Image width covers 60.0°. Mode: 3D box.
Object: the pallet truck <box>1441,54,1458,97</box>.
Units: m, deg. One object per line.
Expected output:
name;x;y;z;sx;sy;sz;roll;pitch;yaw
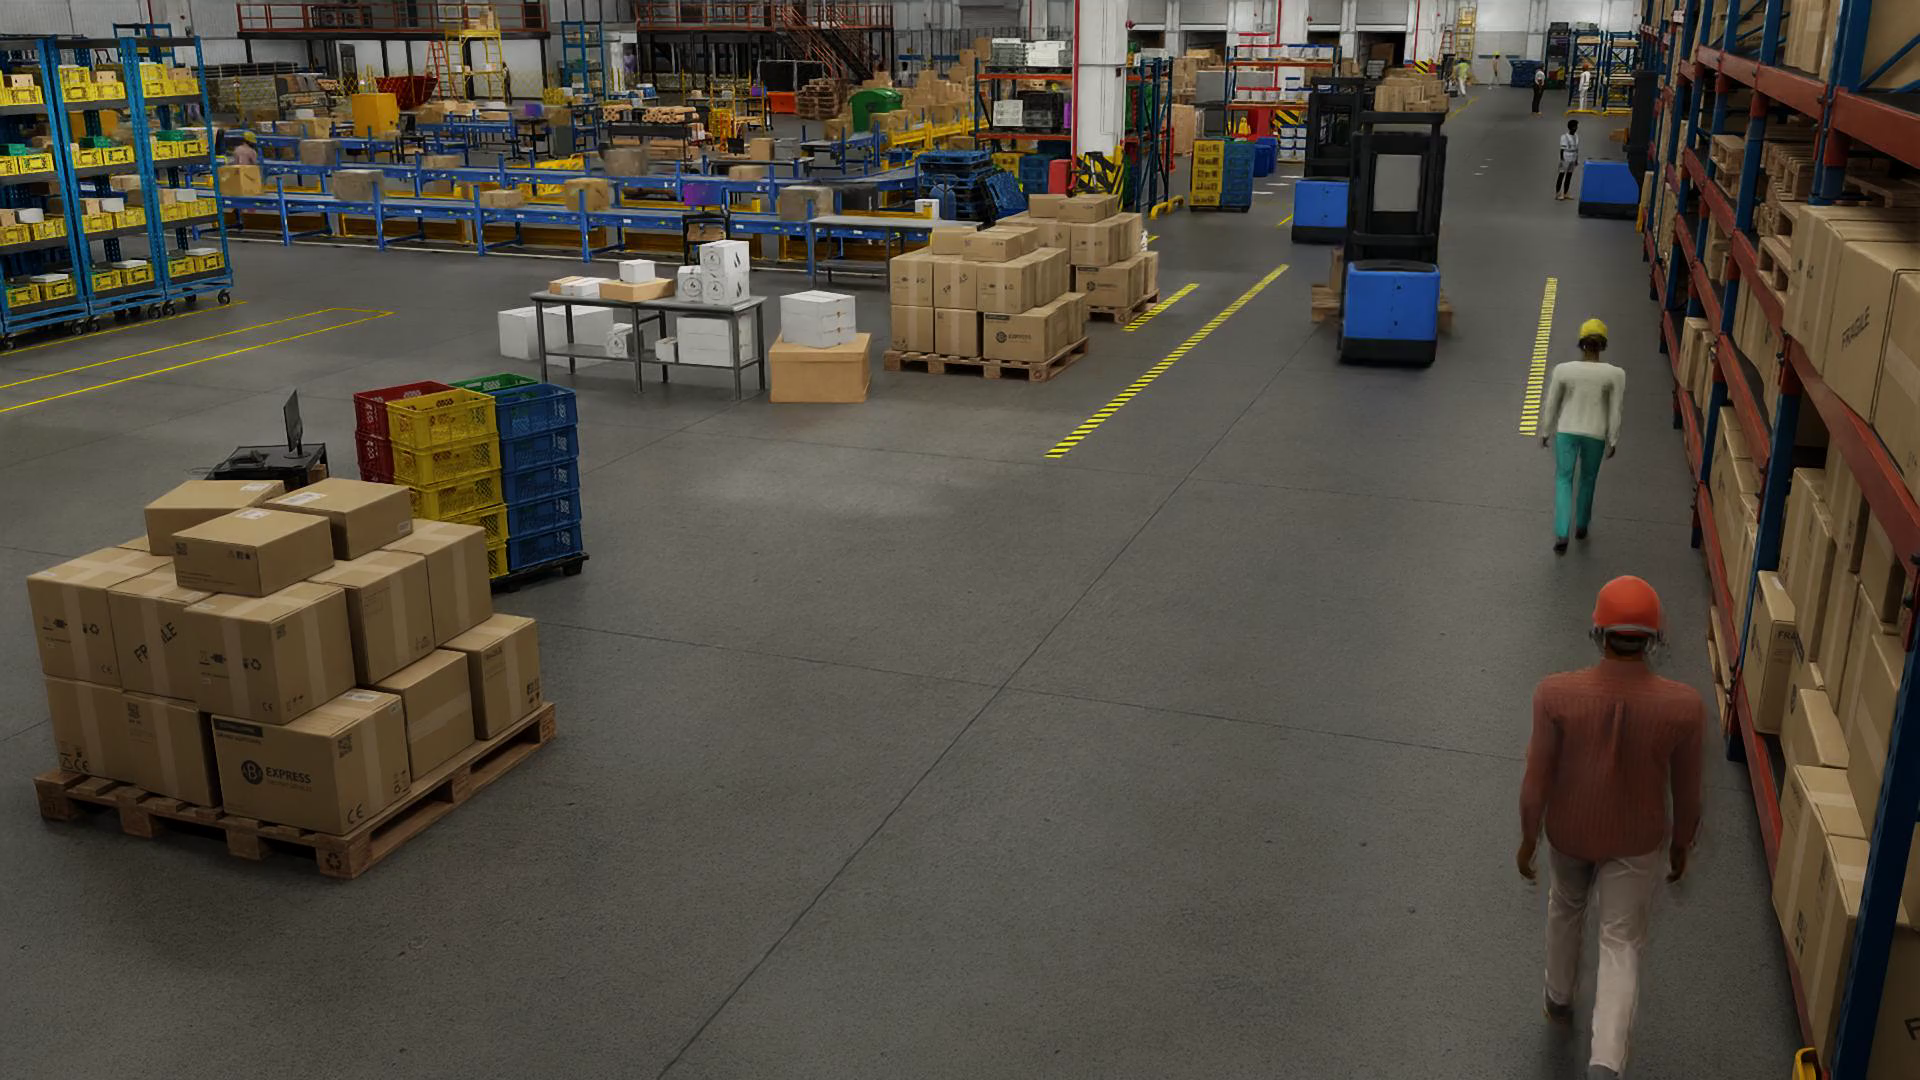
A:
pallet truck;22.765;-21.886;78.355;0.823;1.965;1.885;-4;18;-14

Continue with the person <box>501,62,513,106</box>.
person;-19.428;-19.521;71.183;0.344;1.839;0.504;10;20;29

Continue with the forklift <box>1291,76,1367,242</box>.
forklift;6.598;-6.755;29.381;1.129;2.768;1.873;6;19;19

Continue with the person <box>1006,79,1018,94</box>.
person;1.910;-16.609;61.955;0.971;1.898;0.557;13;22;36

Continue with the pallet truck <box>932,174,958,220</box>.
pallet truck;-0.507;-5.292;27.348;0.653;1.274;1.630;6;19;19

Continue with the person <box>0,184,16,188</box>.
person;-14.349;-4.906;25.119;0.611;1.930;0.589;4;18;12

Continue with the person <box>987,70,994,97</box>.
person;1.224;-17.316;64.373;0.318;1.769;0.522;-2;18;-6

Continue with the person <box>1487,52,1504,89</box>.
person;27.804;-24.310;86.152;0.936;1.882;0.608;11;21;32

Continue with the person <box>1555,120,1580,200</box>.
person;13.062;-8.154;35.694;0.530;1.697;0.322;-9;20;-25

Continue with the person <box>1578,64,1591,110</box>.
person;24.811;-17.955;66.194;0.574;1.883;0.356;-15;23;-38

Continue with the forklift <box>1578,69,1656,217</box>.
forklift;13.219;-7.740;32.475;1.873;2.768;1.129;6;19;18

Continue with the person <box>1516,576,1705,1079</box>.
person;2.411;1.104;6.192;0.637;1.965;0.971;6;19;18

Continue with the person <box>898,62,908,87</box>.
person;-2.291;-18.458;67.676;0.569;1.936;0.715;14;22;37

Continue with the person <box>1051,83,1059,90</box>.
person;2.922;-13.048;50.875;0.597;1.822;0.511;8;19;23

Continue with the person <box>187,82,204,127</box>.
person;-22.867;-12.772;49.744;1.051;1.994;0.632;-12;21;-34

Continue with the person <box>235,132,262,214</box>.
person;-13.748;-6.970;31.951;0.743;1.714;0.316;6;19;18

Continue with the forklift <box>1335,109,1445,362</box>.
forklift;5.086;-3.617;19.520;1.129;2.768;1.873;3;18;11

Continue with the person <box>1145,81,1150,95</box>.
person;6.406;-14.962;57.209;0.528;1.616;0.398;7;19;21

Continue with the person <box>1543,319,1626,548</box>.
person;4.678;-0.781;12.530;0.534;1.756;0.791;6;19;18

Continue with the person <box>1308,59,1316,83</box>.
person;19.763;-26.633;93.276;0.377;1.995;0.612;6;19;18

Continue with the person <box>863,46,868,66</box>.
person;-5.733;-28.309;98.651;0.612;1.929;0.676;-8;19;-23

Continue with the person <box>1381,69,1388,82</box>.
person;15.987;-16.854;62.860;1.011;1.807;0.503;-4;18;-12

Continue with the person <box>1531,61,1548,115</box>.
person;22.708;-17.687;65.092;0.535;2.000;0.687;1;18;4

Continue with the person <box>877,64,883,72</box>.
person;-3.245;-18.177;66.912;1.001;1.867;0.590;1;18;4

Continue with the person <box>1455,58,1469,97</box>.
person;23.826;-21.949;78.873;0.632;1.809;0.905;-6;19;-19
